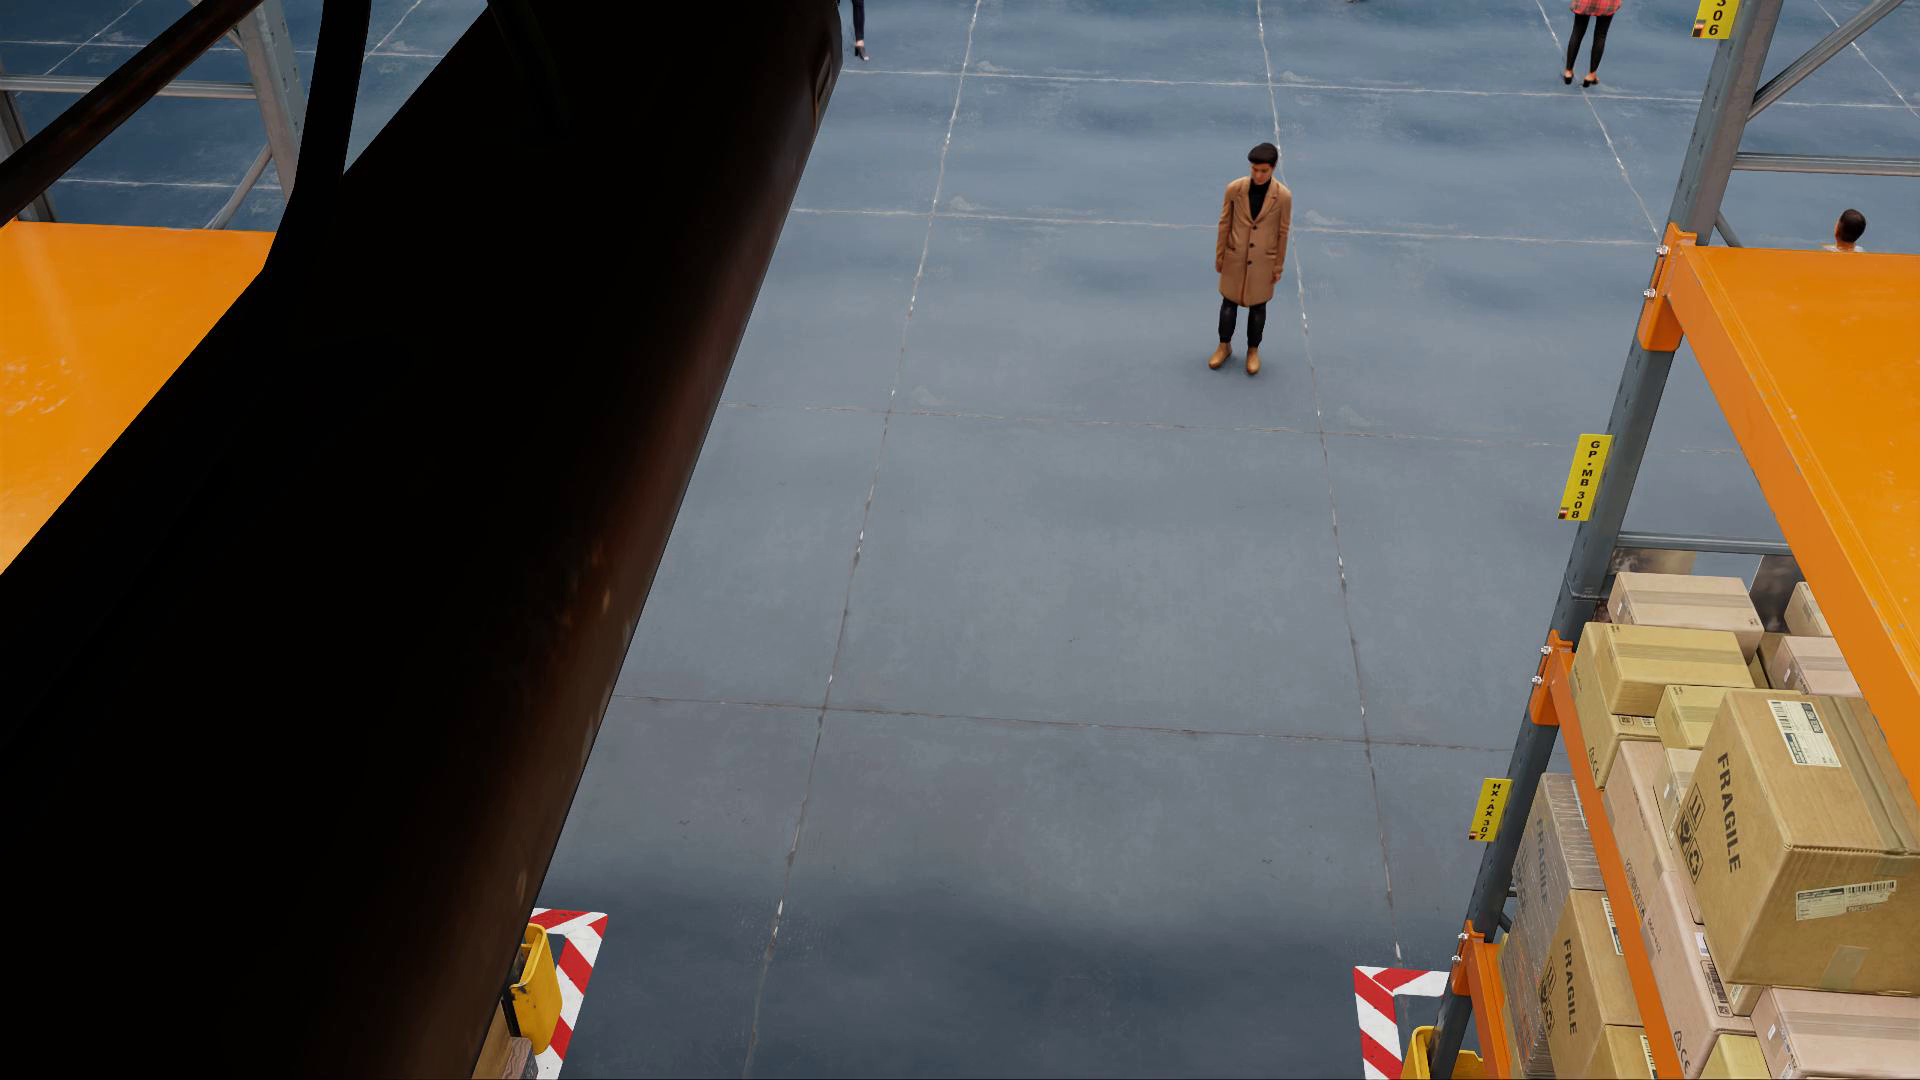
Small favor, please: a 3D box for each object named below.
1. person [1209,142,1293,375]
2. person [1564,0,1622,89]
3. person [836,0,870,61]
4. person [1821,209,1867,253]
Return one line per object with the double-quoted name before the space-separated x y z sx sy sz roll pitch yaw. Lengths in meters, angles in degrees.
"person" 2.038 -1.995 11.647 0.697 1.726 0.688 11 39 14
"person" 6.015 -5.134 15.678 0.702 1.702 0.706 22 43 25
"person" -1.189 -5.614 16.283 1.044 1.713 1.148 -24 44 -27
"person" 5.926 -1.600 11.368 0.595 1.447 0.633 0 38 -1
